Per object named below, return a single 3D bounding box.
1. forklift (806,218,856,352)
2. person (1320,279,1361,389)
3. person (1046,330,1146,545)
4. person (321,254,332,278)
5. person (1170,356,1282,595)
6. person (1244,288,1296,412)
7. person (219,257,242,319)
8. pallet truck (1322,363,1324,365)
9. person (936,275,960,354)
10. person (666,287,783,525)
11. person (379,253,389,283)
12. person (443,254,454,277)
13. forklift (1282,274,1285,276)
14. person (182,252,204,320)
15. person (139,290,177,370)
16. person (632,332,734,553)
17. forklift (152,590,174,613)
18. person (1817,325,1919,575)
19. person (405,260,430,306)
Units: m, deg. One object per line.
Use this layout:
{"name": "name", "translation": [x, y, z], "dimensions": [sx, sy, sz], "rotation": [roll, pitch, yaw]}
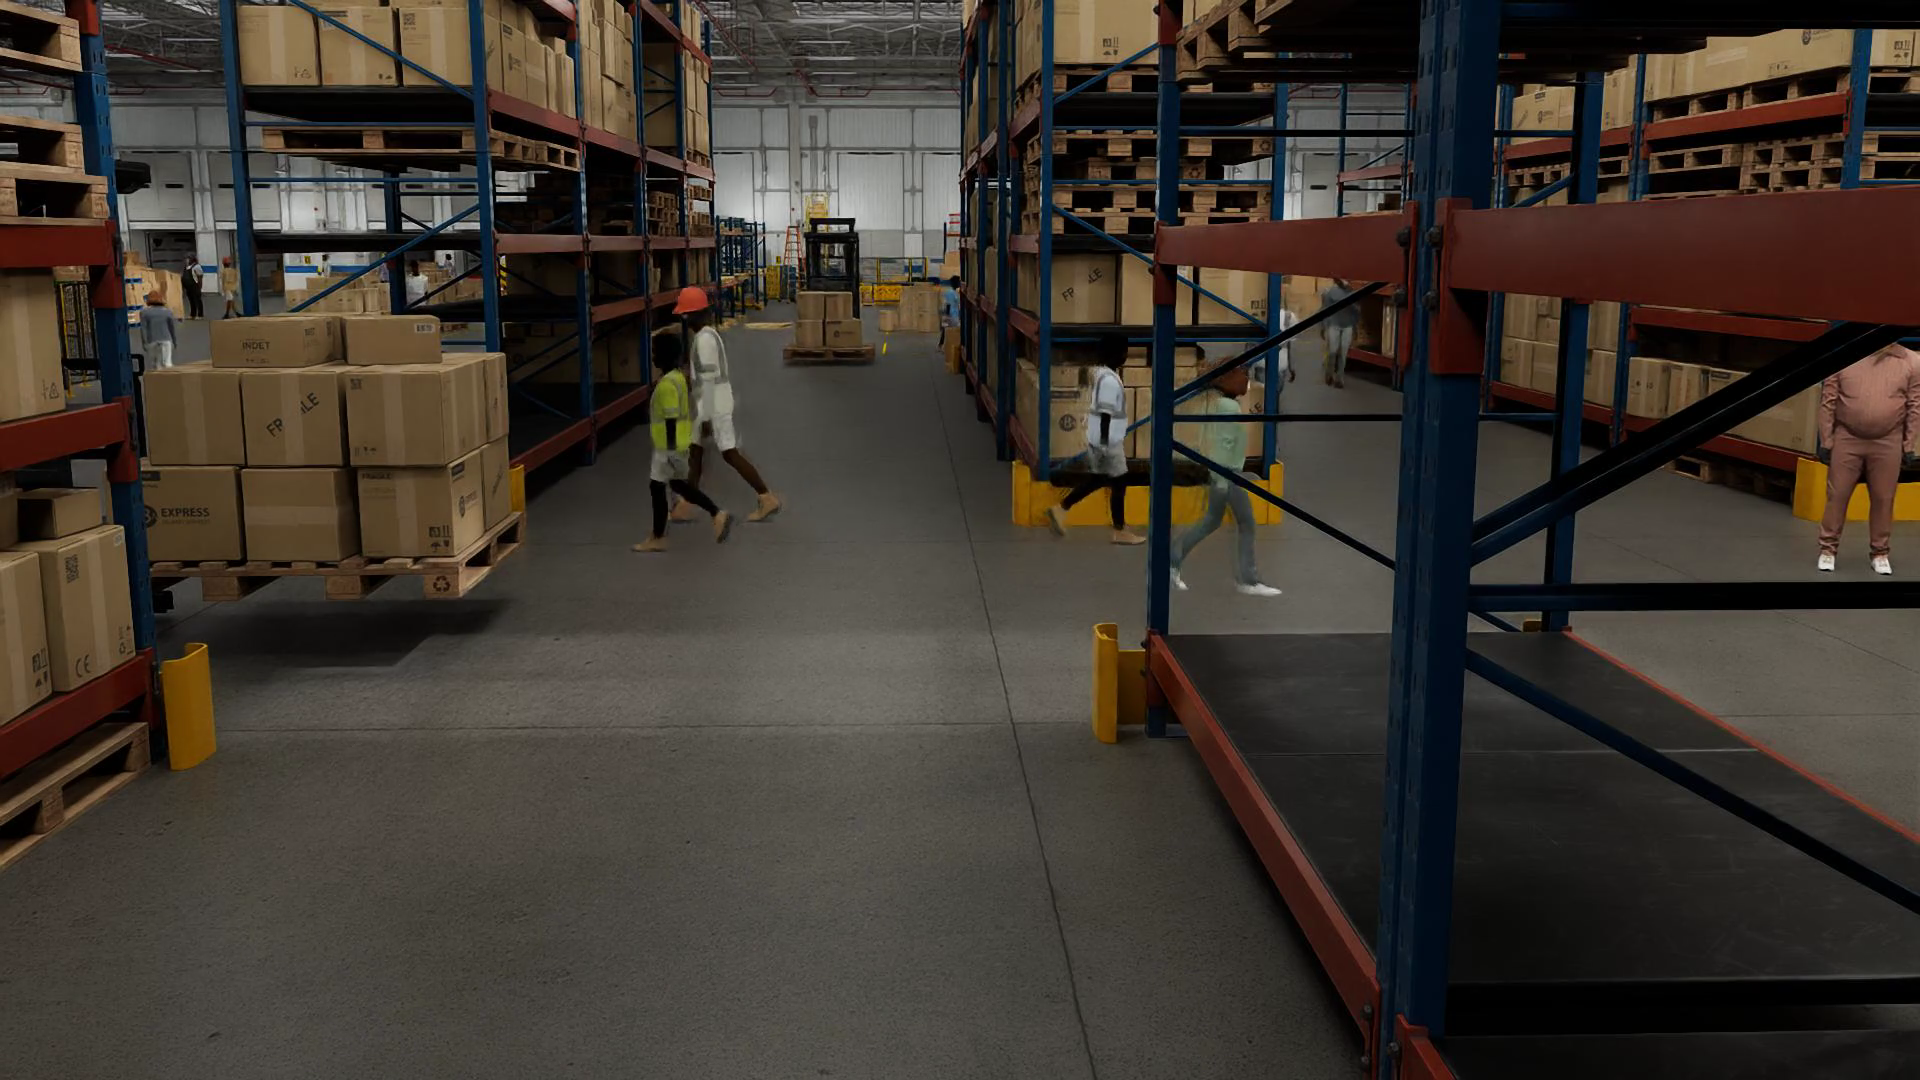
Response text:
{"name": "forklift", "translation": [-2.619, -5.273, 34.496], "dimensions": [1.129, 2.768, 1.873], "rotation": [0, 10, -2]}
{"name": "person", "translation": [6.072, -3.359, 26.469], "dimensions": [0.640, 1.925, 0.493], "rotation": [-1, 10, -4]}
{"name": "person", "translation": [1.059, -0.787, 12.852], "dimensions": [0.711, 1.673, 0.534], "rotation": [0, 10, -1]}
{"name": "person", "translation": [-25.942, -10.799, 68.159], "dimensions": [0.469, 1.846, 0.553], "rotation": [1, 10, 8]}
{"name": "person", "translation": [1.720, -0.425, 11.055], "dimensions": [0.795, 1.605, 0.507], "rotation": [1, 10, 5]}
{"name": "person", "translation": [3.569, -2.040, 19.252], "dimensions": [0.569, 1.882, 0.976], "rotation": [0, 10, 2]}
{"name": "person", "translation": [-21.696, -7.455, 49.456], "dimensions": [0.994, 1.894, 0.564], "rotation": [6, 12, 31]}
{"name": "pallet truck", "translation": [7.712, -4.157, 30.737], "dimensions": [1.885, 1.965, 0.823], "rotation": [3, 11, 16]}
{"name": "person", "translation": [-0.139, -4.673, 34.598], "dimensions": [0.885, 1.650, 0.546], "rotation": [3, 11, 18]}
{"name": "person", "translation": [-1.996, -1.101, 13.801], "dimensions": [1.042, 1.991, 0.661], "rotation": [-3, 10, -14]}
{"name": "person", "translation": [-21.541, -9.784, 62.319], "dimensions": [0.400, 1.918, 0.583], "rotation": [1, 10, 3]}
{"name": "person", "translation": [-21.354, -11.041, 69.527], "dimensions": [0.429, 1.844, 0.624], "rotation": [-4, 11, -23]}
{"name": "forklift", "translation": [12.240, -10.302, 62.509], "dimensions": [1.129, 2.768, 1.873], "rotation": [0, 10, -2]}
{"name": "person", "translation": [-23.002, -7.602, 49.810], "dimensions": [0.684, 2.000, 0.535], "rotation": [7, 12, 34]}
{"name": "person", "translation": [-12.428, -3.078, 25.810], "dimensions": [0.505, 1.610, 0.741], "rotation": [-5, 11, -27]}
{"name": "person", "translation": [-2.115, -0.732, 12.544], "dimensions": [0.703, 1.679, 0.538], "rotation": [0, 10, 2]}
{"name": "forklift", "translation": [-5.858, -0.811, 9.639], "dimensions": [1.873, 2.768, 1.129], "rotation": [-1, 10, -3]}
{"name": "person", "translation": [6.411, -0.693, 11.742], "dimensions": [0.646, 1.898, 0.398], "rotation": [5, 11, 24]}
{"name": "person", "translation": [-12.654, -5.546, 38.688], "dimensions": [0.630, 1.933, 0.795], "rotation": [-7, 12, -34]}
